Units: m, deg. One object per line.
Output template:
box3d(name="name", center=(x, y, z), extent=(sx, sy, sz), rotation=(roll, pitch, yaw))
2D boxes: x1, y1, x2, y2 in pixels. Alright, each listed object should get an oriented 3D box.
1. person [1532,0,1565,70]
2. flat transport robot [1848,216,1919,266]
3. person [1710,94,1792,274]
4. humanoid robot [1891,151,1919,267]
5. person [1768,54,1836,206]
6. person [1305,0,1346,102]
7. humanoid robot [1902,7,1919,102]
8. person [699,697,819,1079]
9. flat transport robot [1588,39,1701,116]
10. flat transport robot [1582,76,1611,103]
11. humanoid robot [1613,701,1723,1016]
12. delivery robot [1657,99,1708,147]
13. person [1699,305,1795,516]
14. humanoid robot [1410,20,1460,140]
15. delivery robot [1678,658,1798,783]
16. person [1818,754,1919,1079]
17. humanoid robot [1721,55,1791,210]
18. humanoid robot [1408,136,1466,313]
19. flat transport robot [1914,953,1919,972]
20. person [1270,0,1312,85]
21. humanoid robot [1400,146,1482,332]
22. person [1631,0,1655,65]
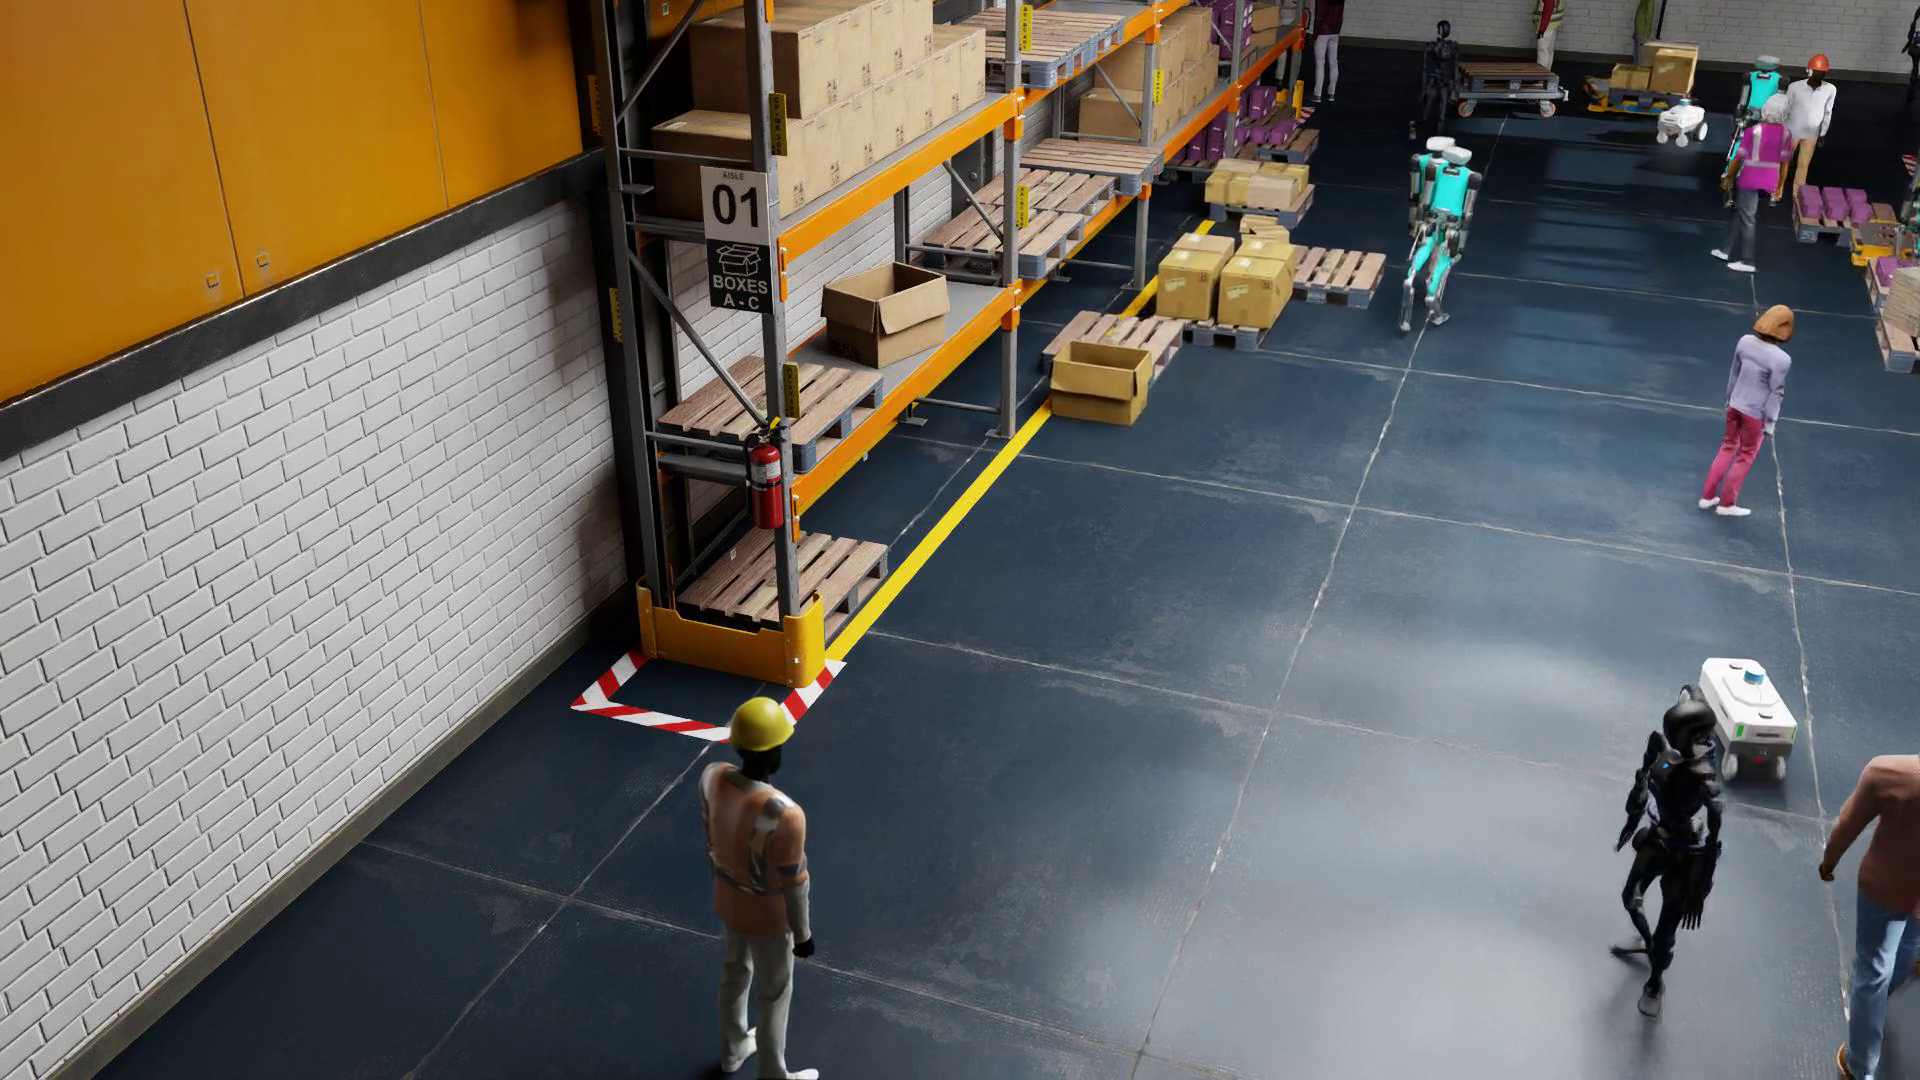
box3d(name="person", center=(8.813, -7.726, 25.021), extent=(0.431, 1.845, 0.622), rotation=(17, 32, 29))
box3d(name="flat transport robot", center=(9.976, -3.203, 17.963), extent=(0.659, 0.231, 1.431), rotation=(10, 29, 19))
box3d(name="person", center=(8.228, -3.718, 17.280), extent=(0.495, 1.811, 0.686), rotation=(-7, 28, -14))
box3d(name="humanoid robot", center=(9.540, -3.234, 16.456), extent=(0.551, 1.742, 1.046), rotation=(7, 28, 14))
box3d(name="person", center=(9.802, -4.758, 19.352), extent=(0.571, 1.755, 0.320), rotation=(5, 28, 10))
box3d(name="person", center=(5.351, -7.384, 24.245), extent=(0.488, 1.948, 0.426), rotation=(-10, 29, -19))
box3d(name="humanoid robot", center=(14.050, -7.227, 24.253), extent=(0.570, 1.640, 0.588), rotation=(-24, 36, -38))
box3d(name="person", center=(-0.835, 1.514, 7.030), extent=(0.598, 1.913, 0.423), rotation=(25, 36, 39))
box3d(name="flat transport robot", center=(9.815, -6.230, 23.835), extent=(1.431, 0.231, 0.659), rotation=(13, 30, 24))
box3d(name="flat transport robot", center=(9.627, -6.578, 24.510), extent=(0.659, 0.231, 1.431), rotation=(5, 28, 9))
box3d(name="humanoid robot", center=(3.226, 1.400, 7.509), extent=(0.431, 1.645, 0.615), rotation=(-6, 28, -12))
box3d(name="delivery robot", center=(9.691, -5.604, 22.326), extent=(0.782, 0.610, 0.515), rotation=(-24, 36, -38))
box3d(name="person", center=(5.725, -0.924, 12.074), extent=(0.344, 1.617, 0.500), rotation=(-8, 28, -15))
box3d(name="humanoid robot", center=(6.272, -6.019, 21.906), extent=(0.584, 1.642, 0.572), rotation=(-7, 28, -14))
box3d(name="delivery robot", center=(4.486, 0.982, 9.507), extent=(0.499, 0.570, 0.747), rotation=(2, 27, 5))
box3d(name="person", center=(4.057, 1.413, 7.160), extent=(0.642, 1.958, 0.858), rotation=(7, 28, 13))
box3d(name="humanoid robot", center=(8.996, -4.607, 19.027), extent=(0.678, 1.756, 0.545), rotation=(-23, 35, -37))
box3d(name="humanoid robot", center=(4.655, -3.053, 16.131), extent=(0.538, 1.819, 0.830), rotation=(18, 32, 31))
box3d(name="flat transport robot", center=(5.184, 2.117, 7.645), extent=(0.659, 0.231, 1.431), rotation=(-18, 32, -31))
box3d(name="person", center=(5.019, -7.921, 25.295), extent=(0.630, 1.940, 0.373), rotation=(-6, 28, -12))
box3d(name="humanoid robot", center=(4.374, -2.706, 15.423), extent=(0.550, 1.774, 0.932), rotation=(19, 33, 32))
box3d(name="person", center=(10.186, -7.549, 24.900), extent=(0.286, 1.633, 0.499), rotation=(3, 27, 6))
